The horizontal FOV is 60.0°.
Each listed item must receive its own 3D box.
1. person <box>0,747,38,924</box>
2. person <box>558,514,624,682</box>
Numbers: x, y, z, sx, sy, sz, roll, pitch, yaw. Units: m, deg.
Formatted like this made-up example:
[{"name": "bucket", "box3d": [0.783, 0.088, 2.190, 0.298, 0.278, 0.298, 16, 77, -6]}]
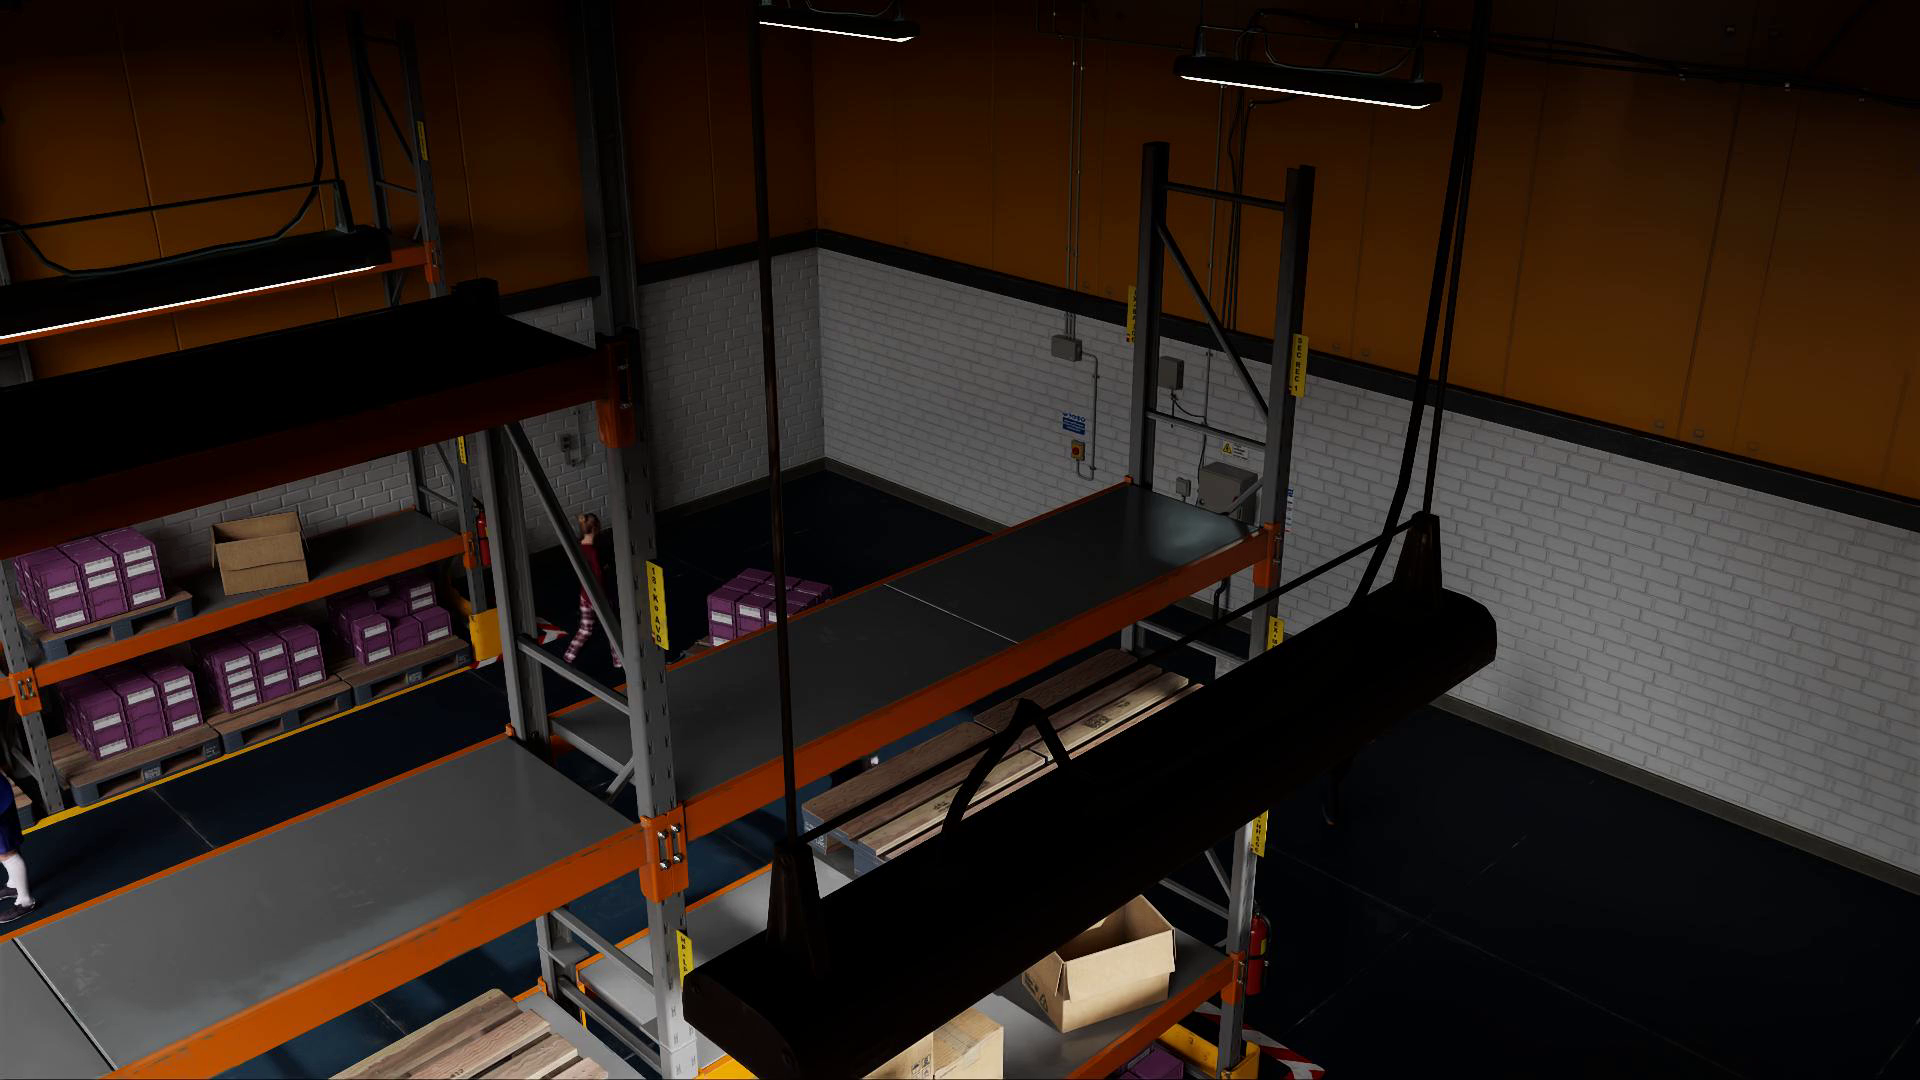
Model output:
[{"name": "person", "box3d": [-7.141, 1.927, 12.238, 0.604, 1.842, 0.691, -18, 29, -35]}, {"name": "person", "box3d": [-3.485, 0.567, 15.575, 1.039, 1.661, 0.638, -21, 31, -40]}]
